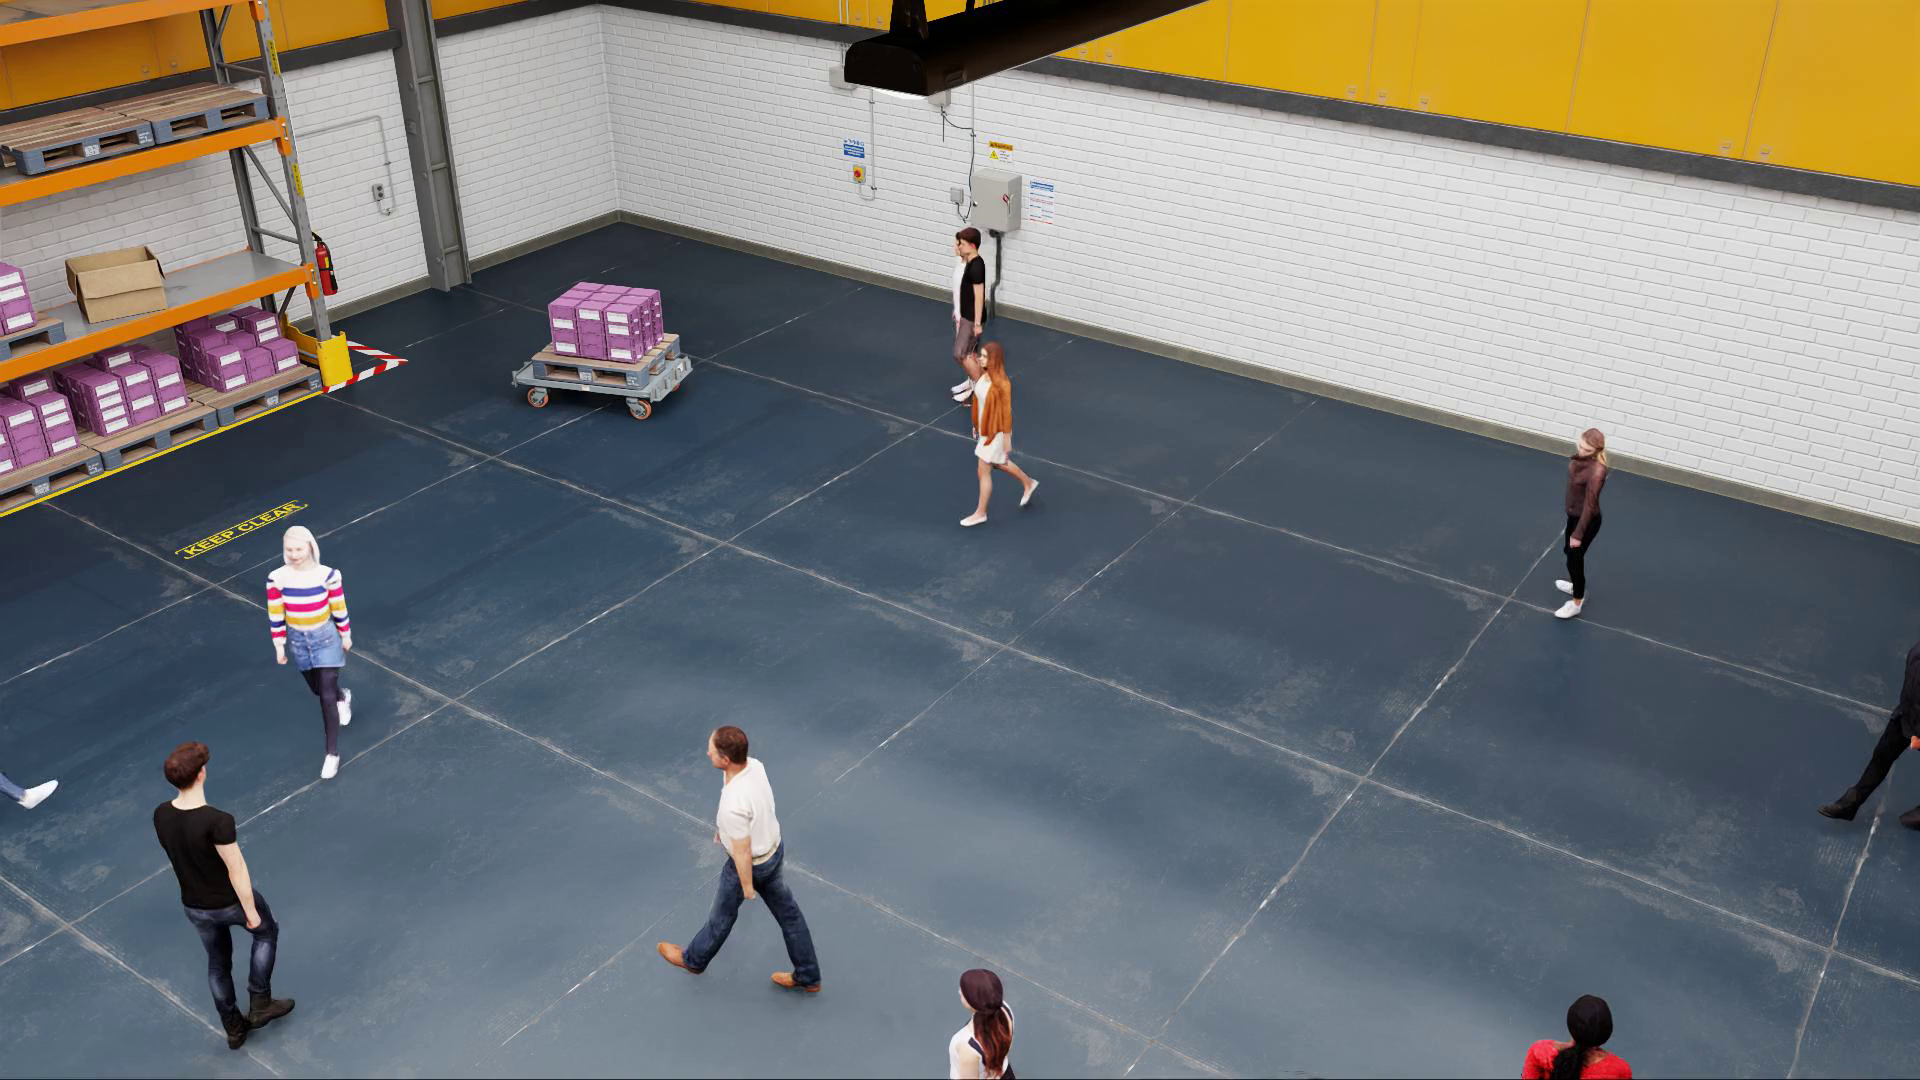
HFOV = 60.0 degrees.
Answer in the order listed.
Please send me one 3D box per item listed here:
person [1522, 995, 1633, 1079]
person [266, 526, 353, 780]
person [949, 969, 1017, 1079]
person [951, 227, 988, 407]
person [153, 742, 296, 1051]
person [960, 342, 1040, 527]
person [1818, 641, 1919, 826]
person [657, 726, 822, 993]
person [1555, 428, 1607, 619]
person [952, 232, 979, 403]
[{"bbox_3d":[2.705,2.855,7.555,0.815,1.745,1.143,10,30,17],"label":"person"},{"bbox_3d":[-4.441,0.686,11.497,1.101,1.777,1.214,-2,29,-4],"label":"person"},{"bbox_3d":[0.128,2.694,7.953,0.622,1.646,0.476,15,32,26],"label":"person"},{"bbox_3d":[0.198,-2.270,16.836,0.863,1.852,0.788,-2,29,-4],"label":"person"},{"bbox_3d":[-4.061,1.999,8.981,0.805,1.881,0.805,6,29,10],"label":"person"},{"bbox_3d":[0.372,-0.964,14.606,1.140,1.697,0.958,-11,31,-20],"label":"person"},{"bbox_3d":[6.285,1.139,10.706,1.138,1.738,1.105,-3,29,-6],"label":"person"},{"bbox_3d":[-1.055,1.842,9.349,0.998,1.804,1.231,8,30,14],"label":"person"},{"bbox_3d":[4.950,-0.153,13.144,0.935,1.673,0.777,9,30,17],"label":"person"},{"bbox_3d":[0.111,-2.300,16.968,0.791,1.780,0.745,-9,30,-16],"label":"person"}]
